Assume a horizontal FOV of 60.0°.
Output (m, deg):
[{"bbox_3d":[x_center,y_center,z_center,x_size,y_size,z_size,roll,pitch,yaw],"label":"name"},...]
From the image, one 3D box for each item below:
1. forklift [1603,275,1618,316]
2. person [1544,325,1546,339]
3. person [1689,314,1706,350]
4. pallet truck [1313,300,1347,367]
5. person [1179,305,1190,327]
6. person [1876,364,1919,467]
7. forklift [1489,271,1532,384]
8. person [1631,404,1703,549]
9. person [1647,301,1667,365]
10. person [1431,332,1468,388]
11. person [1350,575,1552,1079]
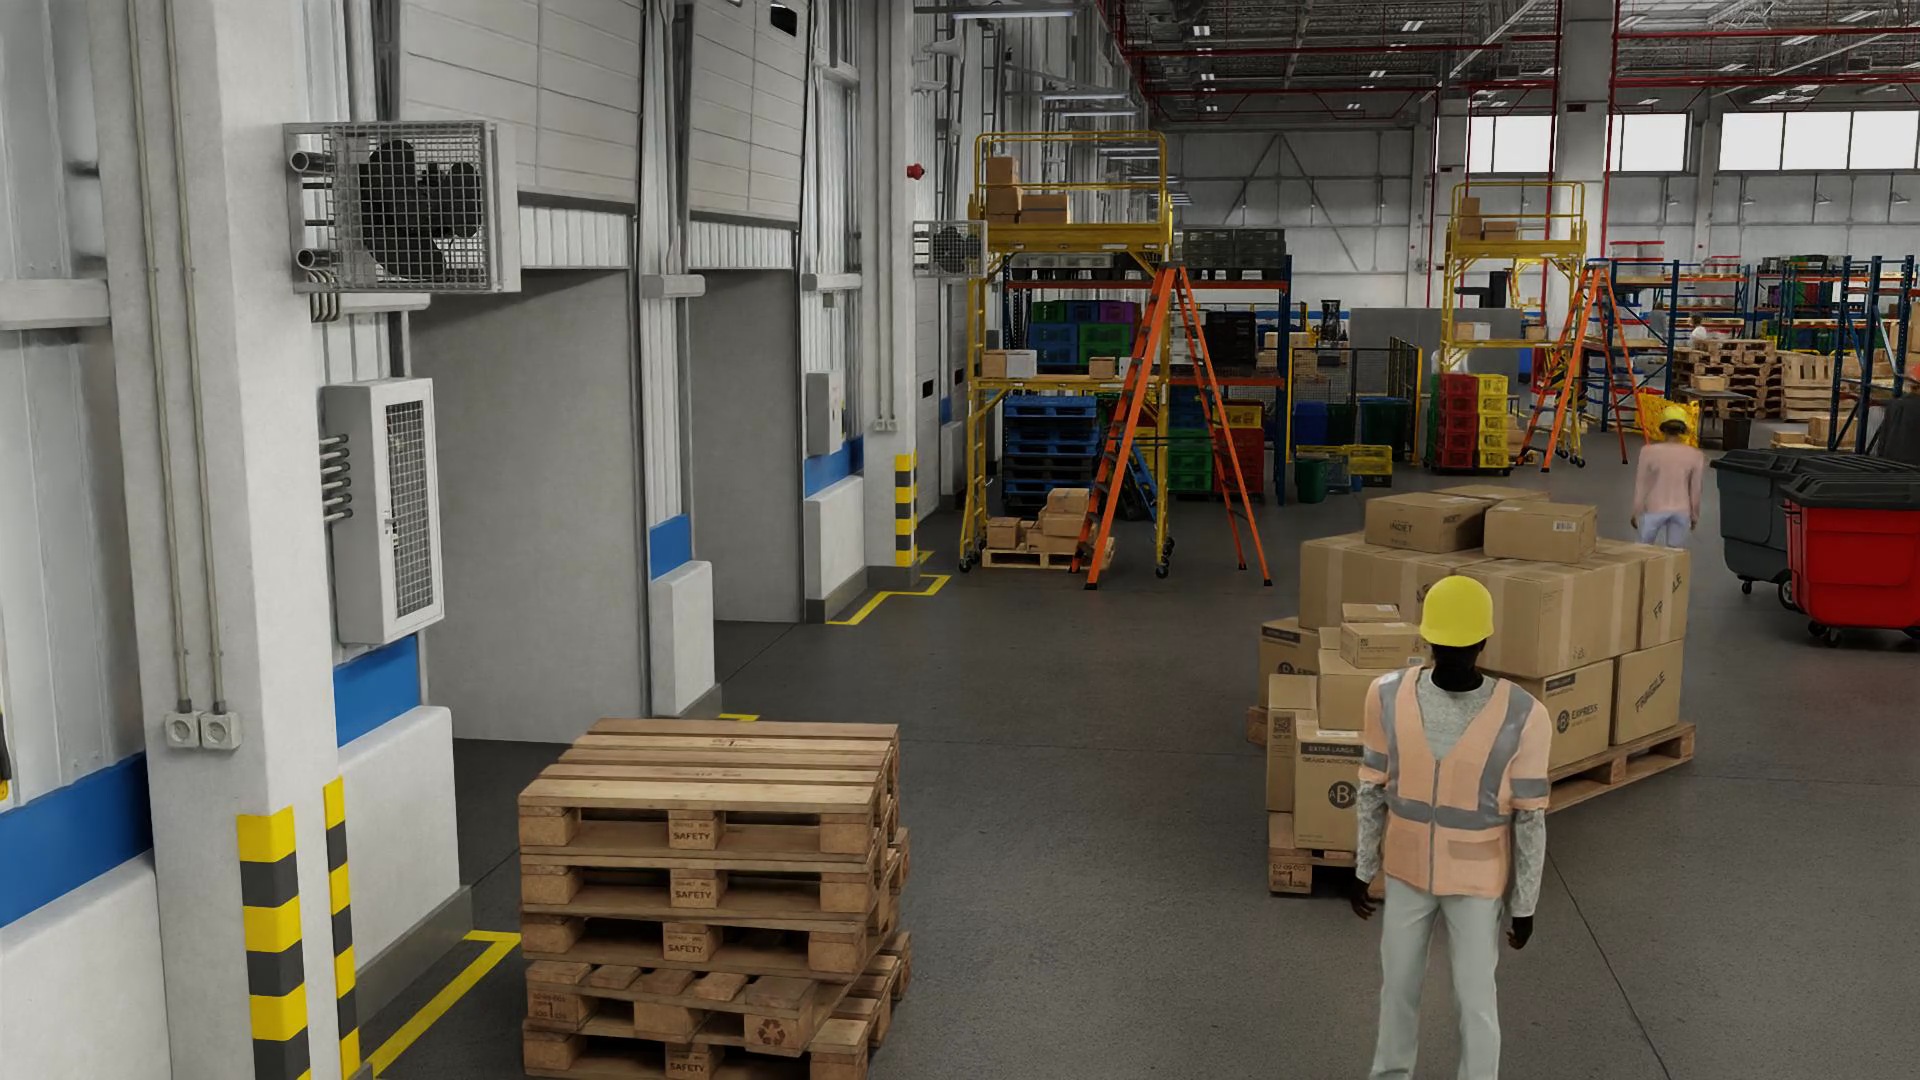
[{"bbox_3d":[16.978,-5.756,44.264,1.129,2.768,1.873,-2,9,-13],"label":"forklift"},{"bbox_3d":[16.124,-5.296,45.291,0.557,1.616,0.465,0,9,2],"label":"person"},{"bbox_3d":[15.655,-3.855,35.499,0.599,1.919,0.626,8,12,39],"label":"person"},{"bbox_3d":[11.159,-6.200,49.718,0.823,1.965,1.885,4,10,26],"label":"pallet truck"},{"bbox_3d":[5.985,-5.306,44.432,0.388,1.929,0.548,2,10,14],"label":"person"},{"bbox_3d":[9.157,-0.713,15.950,0.684,1.969,0.637,-2,9,-10],"label":"person"},{"bbox_3d":[13.422,-5.322,41.591,1.873,2.768,1.129,1,9,9],"label":"forklift"},{"bbox_3d":[5.792,-0.233,13.651,0.554,1.752,0.405,1,9,8],"label":"person"},{"bbox_3d":[20.995,-6.235,50.119,0.360,1.938,0.633,-5,11,-29],"label":"person"},{"bbox_3d":[8.087,-2.524,27.560,0.570,1.825,0.943,0,9,-1],"label":"person"},{"bbox_3d":[1.534,1.050,5.258,0.593,1.918,0.392,6,11,34],"label":"person"}]
